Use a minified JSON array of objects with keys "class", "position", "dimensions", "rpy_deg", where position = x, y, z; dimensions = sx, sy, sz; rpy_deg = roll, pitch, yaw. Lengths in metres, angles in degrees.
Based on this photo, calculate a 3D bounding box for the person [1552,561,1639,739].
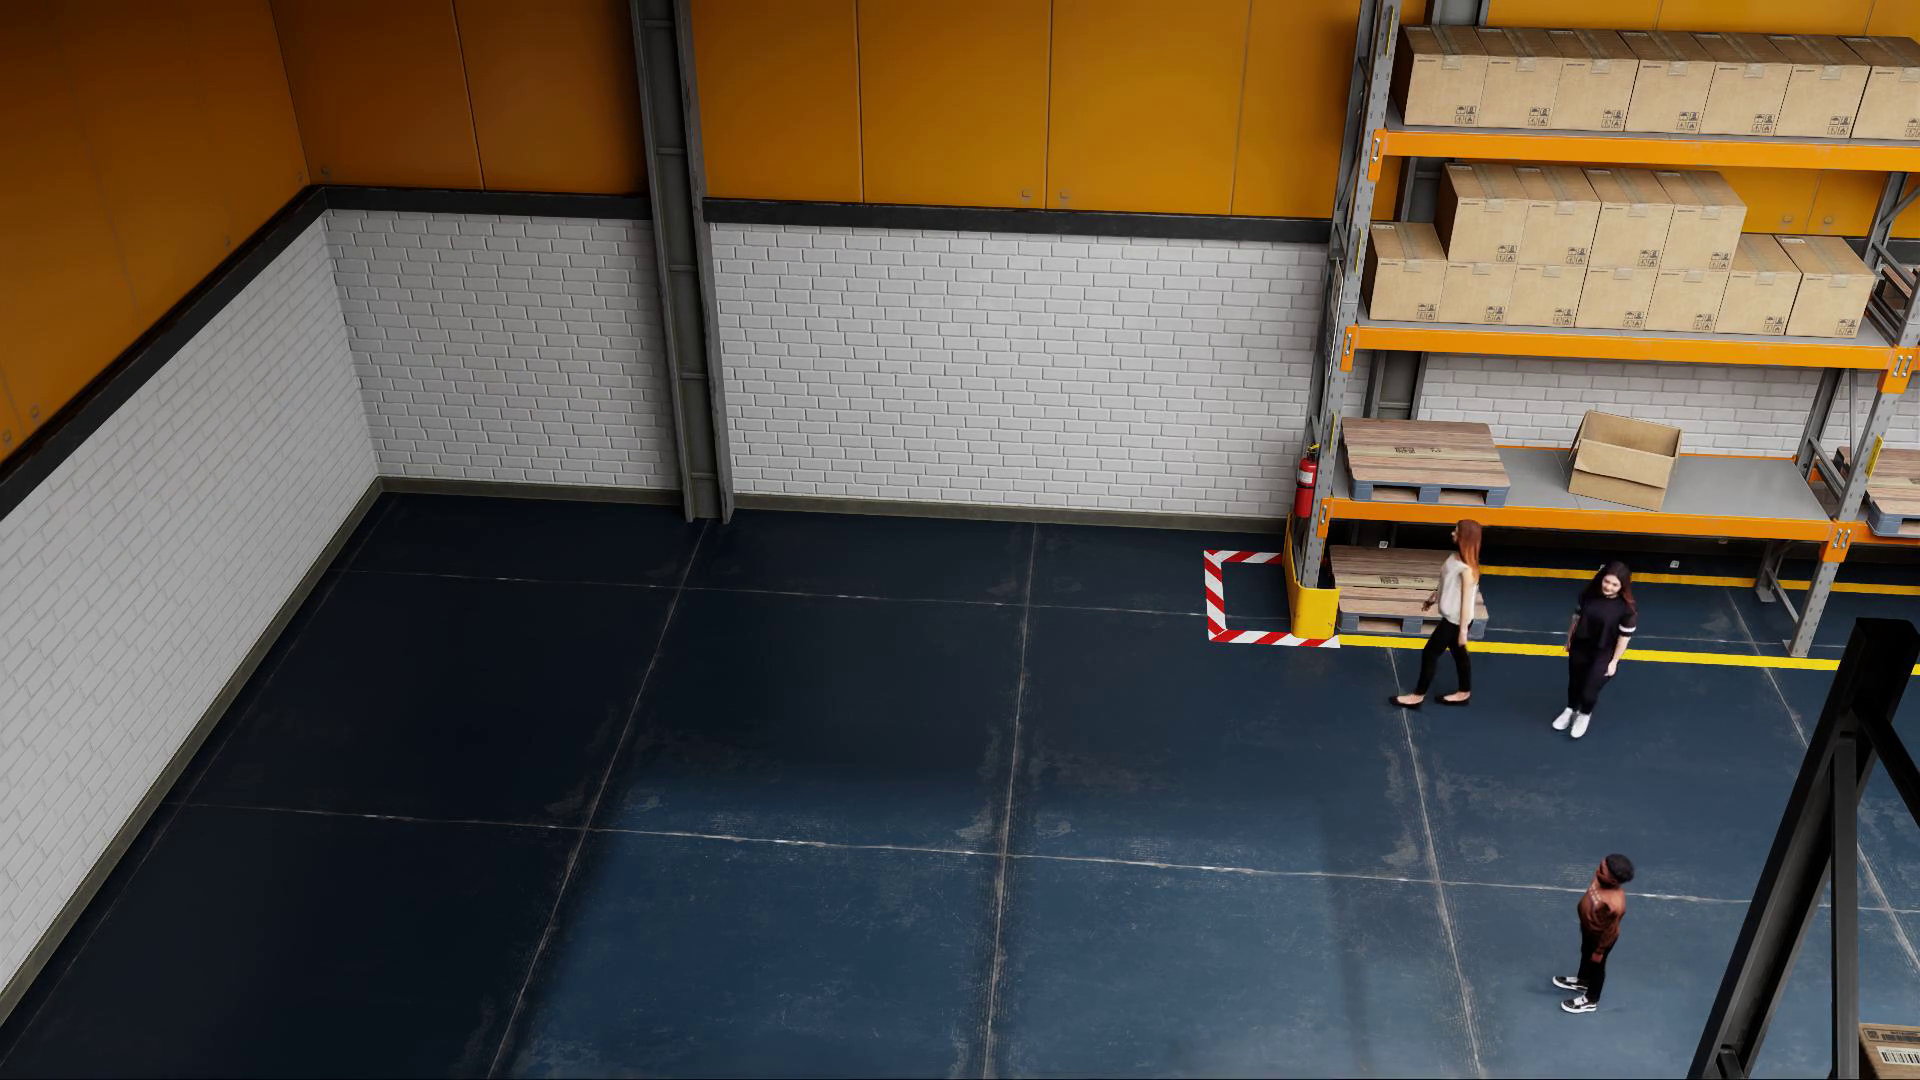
[{"class":"person","position":[4.756,0.798,12.330],"dimensions":[0.811,1.621,0.748],"rpy_deg":[-23,40,-30]}]

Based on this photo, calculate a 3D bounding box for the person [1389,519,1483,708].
[{"class":"person","position":[3.830,0.592,12.569],"dimensions":[0.882,1.699,0.667],"rpy_deg":[8,35,12]}]

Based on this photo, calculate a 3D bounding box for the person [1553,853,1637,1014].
[{"class":"person","position":[3.943,2.404,10.247],"dimensions":[0.452,1.253,0.514],"rpy_deg":[2,34,4]}]
